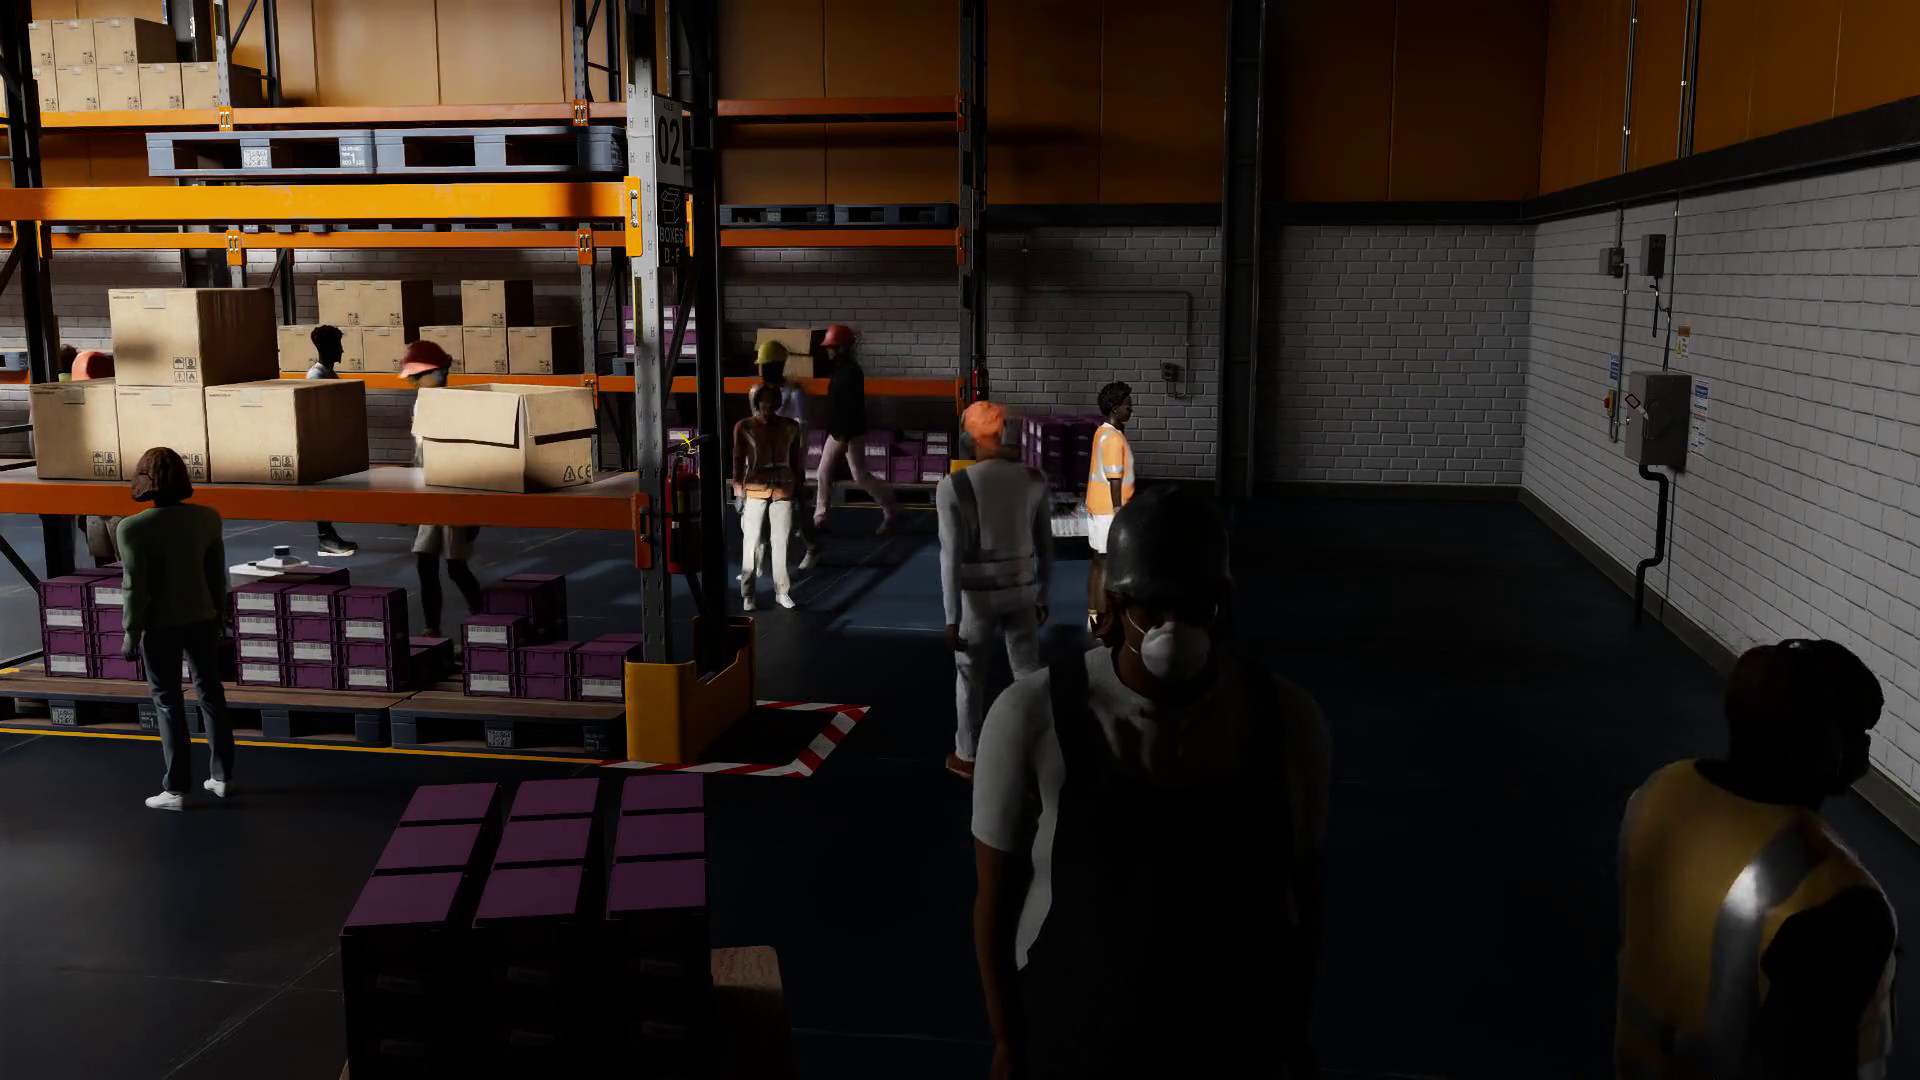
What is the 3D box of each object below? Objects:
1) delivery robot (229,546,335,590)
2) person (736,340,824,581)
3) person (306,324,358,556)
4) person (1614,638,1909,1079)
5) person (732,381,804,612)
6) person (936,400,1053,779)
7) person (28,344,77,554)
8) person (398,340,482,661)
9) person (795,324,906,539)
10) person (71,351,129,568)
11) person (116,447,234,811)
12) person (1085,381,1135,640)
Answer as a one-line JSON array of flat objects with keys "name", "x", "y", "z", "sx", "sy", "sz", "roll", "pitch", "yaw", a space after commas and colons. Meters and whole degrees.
[{"name": "delivery robot", "x": -4.569, "y": 0.283, "z": 11.235, "sx": 0.707, "sy": 0.478, "sz": 0.477, "roll": 4, "pitch": 10, "yaw": 22}, {"name": "person", "x": -1.410, "y": -0.652, "z": 13.220, "sx": 0.600, "sy": 1.888, "sz": 0.964, "roll": 6, "pitch": 11, "yaw": 31}, {"name": "person", "x": -5.385, "y": -0.851, "z": 14.193, "sx": 0.373, "sy": 1.966, "sz": 0.607, "roll": -2, "pitch": 9, "yaw": -12}, {"name": "person", "x": 1.384, "y": 1.046, "z": 2.965, "sx": 0.965, "sy": 1.795, "sz": 0.638, "roll": -2, "pitch": 9, "yaw": -9}, {"name": "person", "x": -1.366, "y": -0.310, "z": 11.858, "sx": 0.522, "sy": 1.636, "sz": 0.311, "roll": -4, "pitch": 10, "yaw": -23}, {"name": "person", "x": 0.190, "y": 0.290, "z": 7.571, "sx": 0.592, "sy": 1.847, "sz": 1.013, "roll": -3, "pitch": 10, "yaw": -20}, {"name": "person", "x": -7.154, "y": -0.660, "z": 13.434, "sx": 0.629, "sy": 1.837, "sz": 0.429, "roll": -8, "pitch": 12, "yaw": -39}, {"name": "person", "x": -3.196, "y": -0.216, "z": 10.179, "sx": 0.667, "sy": 2.003, "sz": 0.688, "roll": 8, "pitch": 12, "yaw": 39}, {"name": "person", "x": -0.973, "y": -0.980, "z": 15.060, "sx": 0.988, "sy": 1.958, "sz": 0.603, "roll": -4, "pitch": 10, "yaw": -24}, {"name": "person", "x": -5.288, "y": -0.208, "z": 10.319, "sx": 0.543, "sy": 1.929, "sz": 0.372, "roll": 4, "pitch": 10, "yaw": 24}, {"name": "person", "x": -3.525, "y": 0.397, "z": 7.481, "sx": 0.271, "sy": 1.632, "sz": 0.503, "roll": 6, "pitch": 11, "yaw": 32}, {"name": "person", "x": 0.991, "y": -0.193, "z": 10.945, "sx": 0.320, "sy": 1.695, "sz": 0.537, "roll": -1, "pitch": 9, "yaw": -4}]
